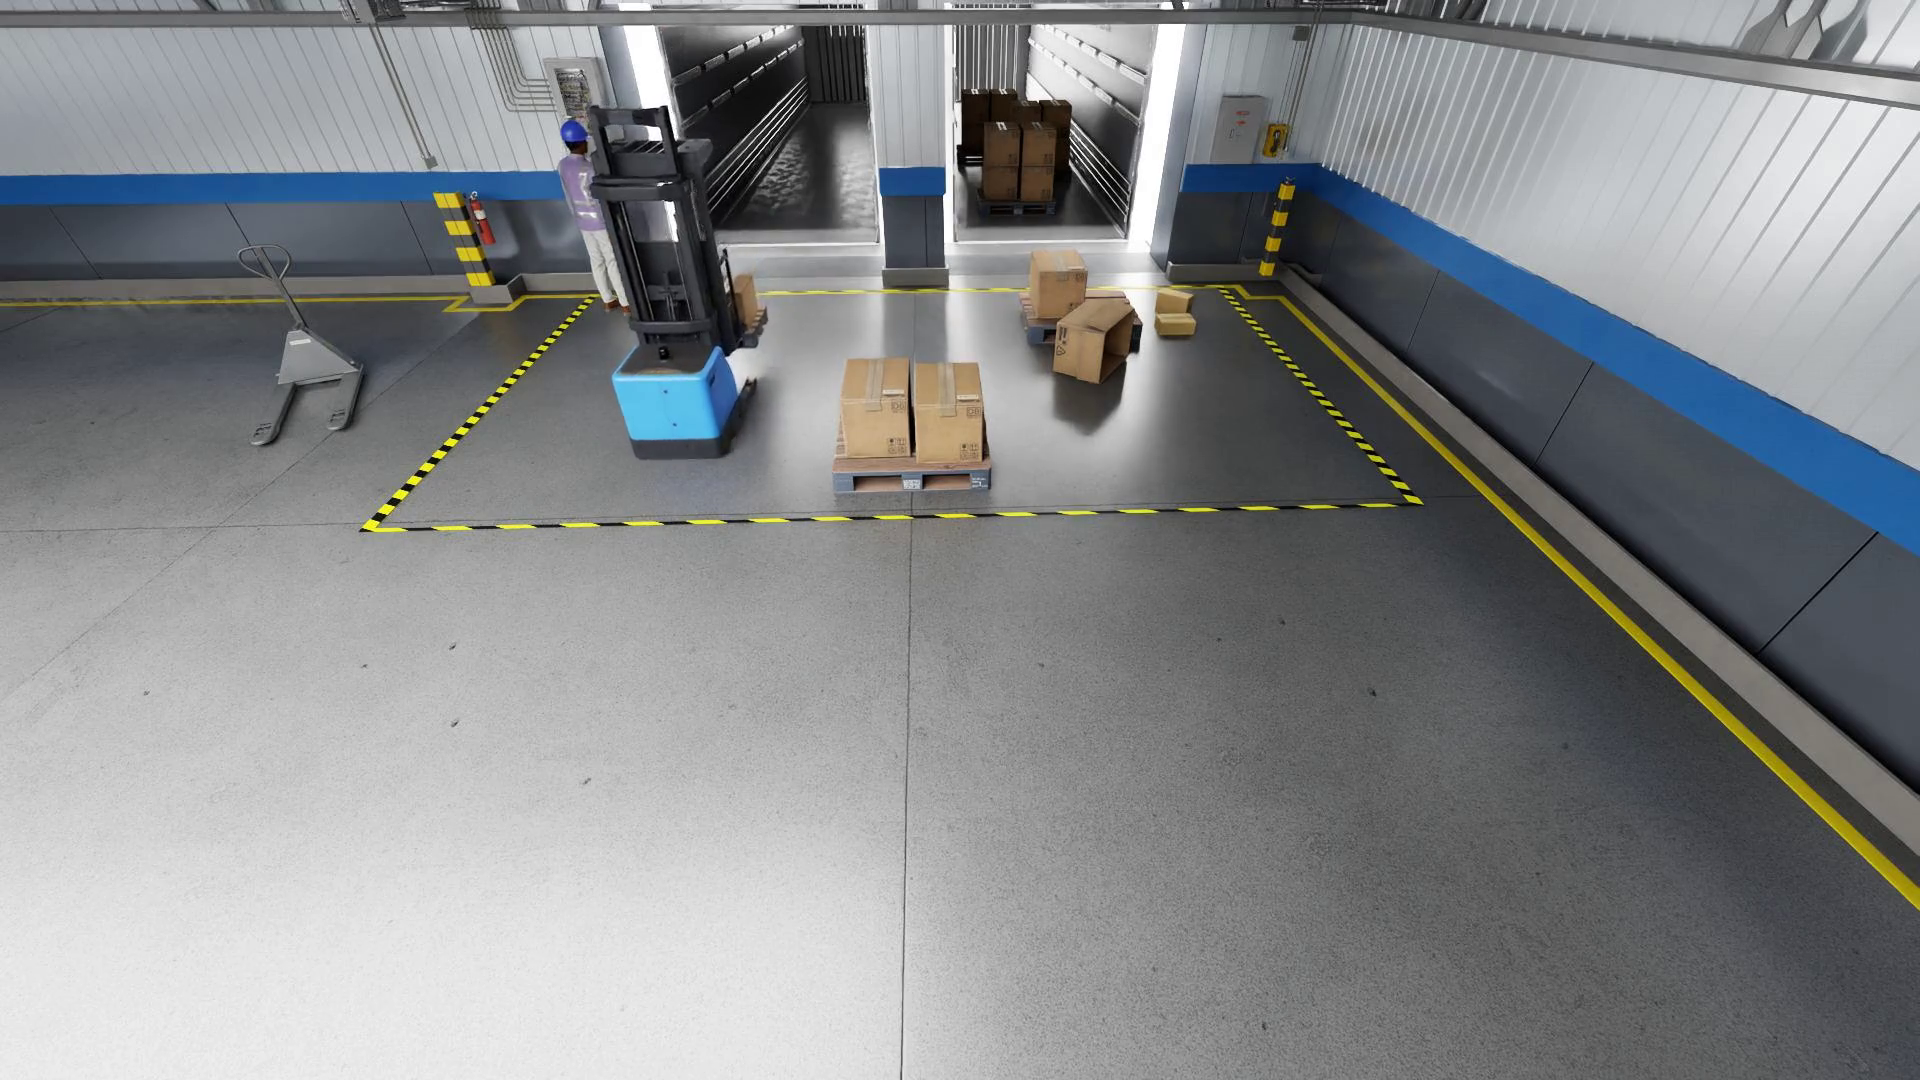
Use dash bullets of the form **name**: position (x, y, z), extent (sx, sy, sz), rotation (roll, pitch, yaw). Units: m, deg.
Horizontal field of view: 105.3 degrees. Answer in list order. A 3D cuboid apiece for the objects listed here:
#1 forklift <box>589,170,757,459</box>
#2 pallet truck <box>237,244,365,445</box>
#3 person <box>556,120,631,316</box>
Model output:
- **forklift**: position (-2.280, -1.686, 5.661), extent (0.716, 2.013, 0.776), rotation (-1, 38, -1)
- **pallet truck**: position (-5.915, -1.733, 6.366), extent (0.680, 1.201, 1.601), rotation (-18, 42, -21)
- **person**: position (-3.918, -3.425, 7.927), extent (0.603, 1.948, 0.400), rotation (19, 42, 22)
